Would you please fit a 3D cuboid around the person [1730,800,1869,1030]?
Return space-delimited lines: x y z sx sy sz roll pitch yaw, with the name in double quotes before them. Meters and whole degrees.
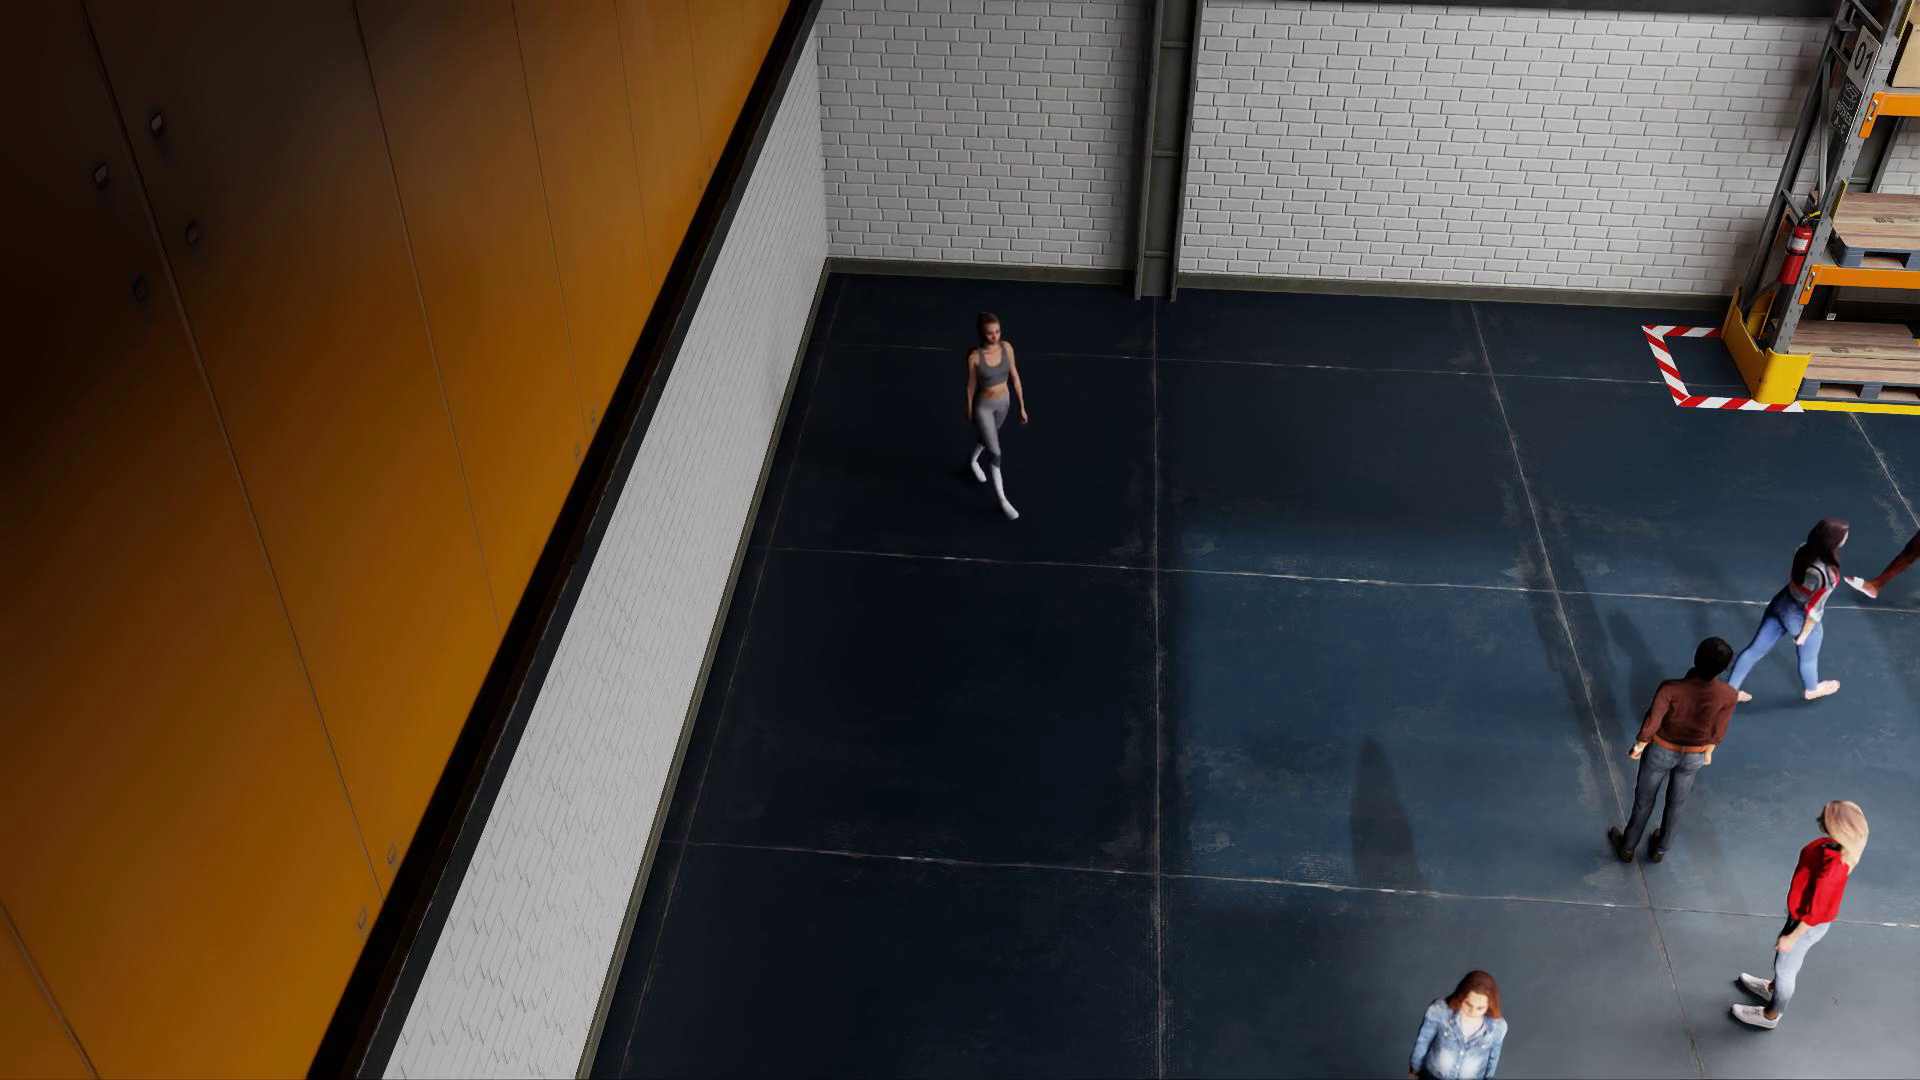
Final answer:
"person" 4.614 2.043 9.067 0.672 1.705 0.688 22 44 25

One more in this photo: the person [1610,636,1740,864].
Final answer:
"person" 4.295 1.274 9.969 0.441 1.782 0.696 3 39 4

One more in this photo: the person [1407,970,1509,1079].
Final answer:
"person" 2.508 2.680 8.453 0.491 1.476 0.668 10 40 13

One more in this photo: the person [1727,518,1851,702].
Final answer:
"person" 5.483 0.512 11.092 1.096 1.571 0.794 -7 39 -9

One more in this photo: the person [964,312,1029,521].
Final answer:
"person" 0.207 -1.059 12.988 1.113 1.660 1.064 -20 43 -23
